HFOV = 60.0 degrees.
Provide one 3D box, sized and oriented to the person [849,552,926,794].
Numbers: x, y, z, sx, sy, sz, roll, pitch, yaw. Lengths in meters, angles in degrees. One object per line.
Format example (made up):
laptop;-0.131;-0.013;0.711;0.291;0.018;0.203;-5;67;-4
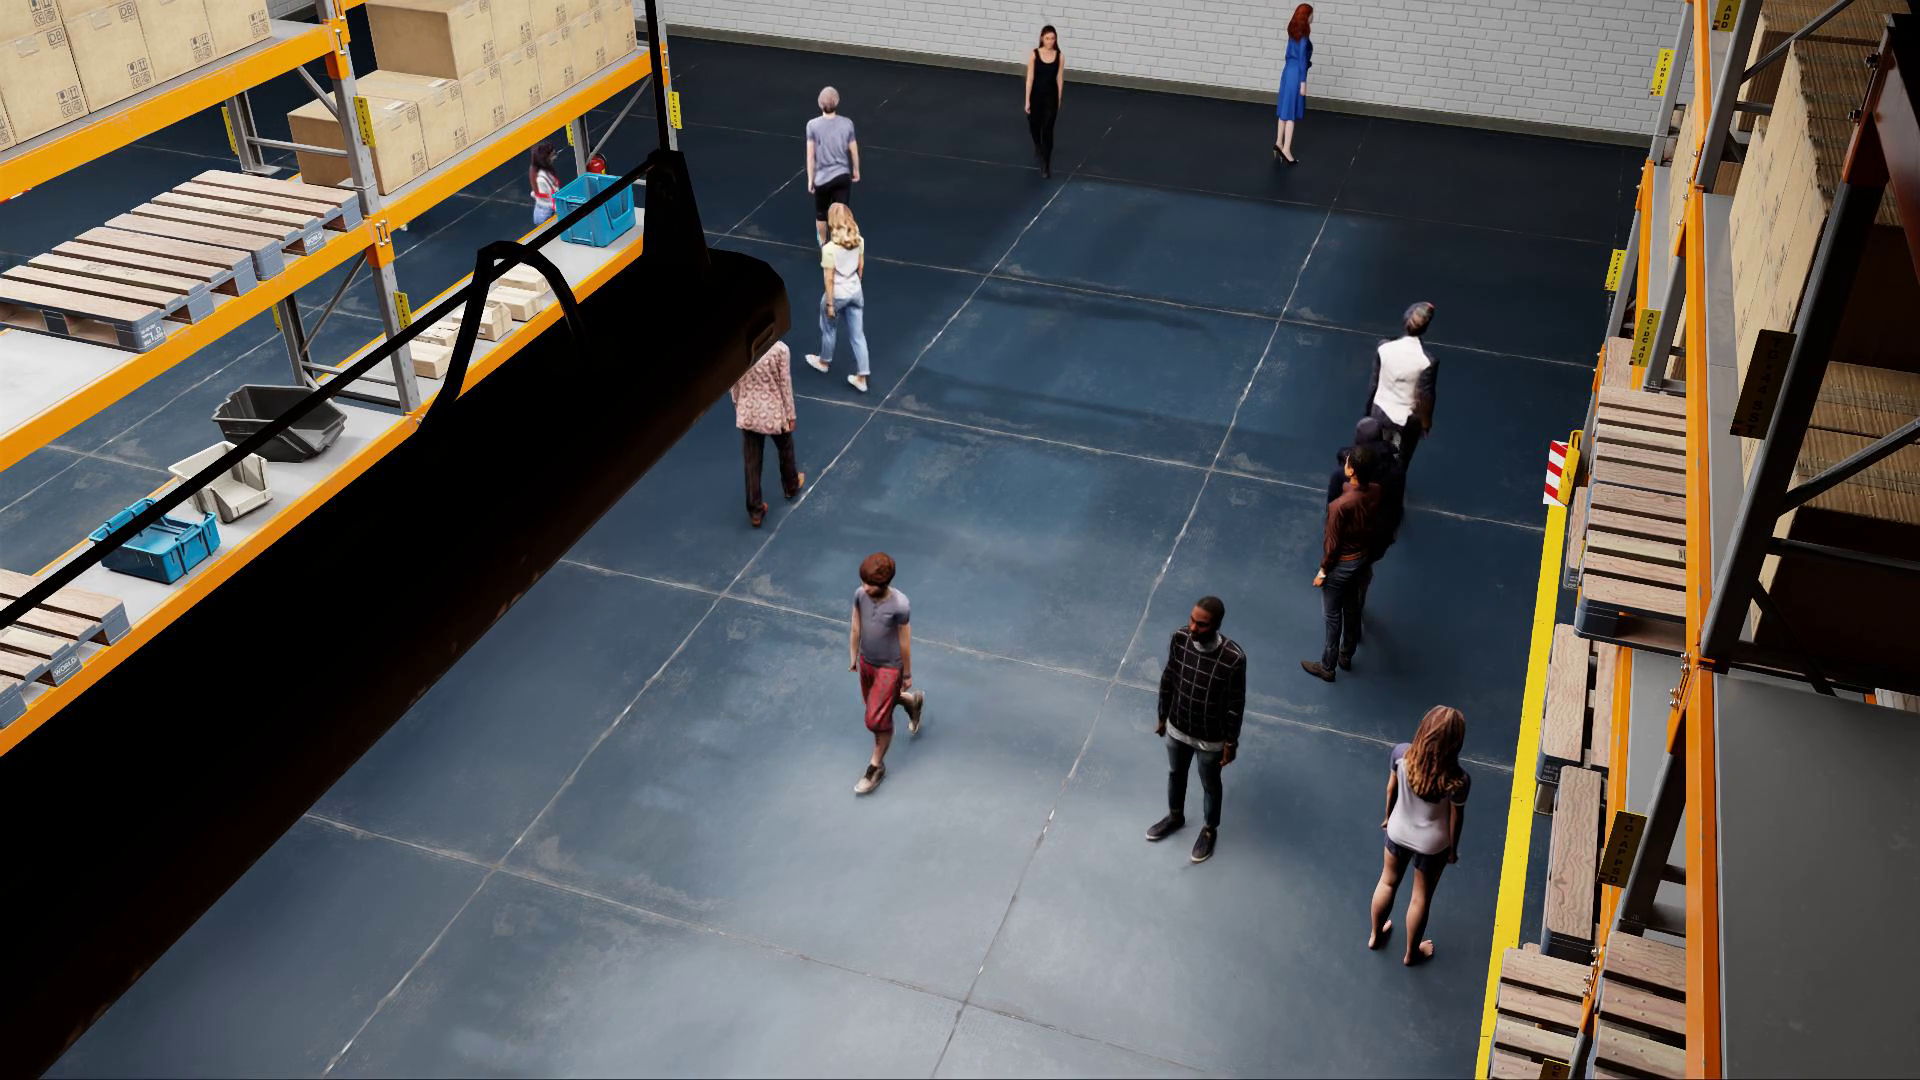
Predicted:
person;-0.427;0.739;10.353;0.772;1.627;1.102;21;39;29

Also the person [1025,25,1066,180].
person;0.940;-5.055;19.039;0.833;1.662;1.169;1;34;1

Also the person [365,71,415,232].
person;-5.970;-4.038;17.449;0.711;1.728;0.711;17;37;24

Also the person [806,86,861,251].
person;-1.259;-3.520;16.572;1.060;1.837;1.303;-4;34;-6

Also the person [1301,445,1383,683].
person;2.580;0.154;11.094;0.649;1.781;0.785;-25;41;-32

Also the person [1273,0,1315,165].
person;3.859;-5.276;19.222;0.772;1.827;0.673;-6;34;-9

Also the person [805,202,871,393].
person;-0.952;-2.083;14.536;1.041;1.697;0.987;-27;42;-34

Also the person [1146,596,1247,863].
person;1.403;1.072;9.680;0.728;1.819;0.648;23;40;30

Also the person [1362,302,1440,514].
person;3.270;-0.903;12.599;0.858;1.877;0.983;24;40;31

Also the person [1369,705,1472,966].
person;2.469;1.596;8.969;0.665;1.732;0.653;25;41;32

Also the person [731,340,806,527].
person;-1.527;-0.920;12.712;0.800;1.780;1.011;6;34;10

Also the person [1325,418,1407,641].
person;2.806;-0.037;11.502;0.830;1.649;0.896;-3;34;-4

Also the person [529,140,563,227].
person;-4.065;-3.096;16.155;0.935;1.591;0.836;-26;42;-34
